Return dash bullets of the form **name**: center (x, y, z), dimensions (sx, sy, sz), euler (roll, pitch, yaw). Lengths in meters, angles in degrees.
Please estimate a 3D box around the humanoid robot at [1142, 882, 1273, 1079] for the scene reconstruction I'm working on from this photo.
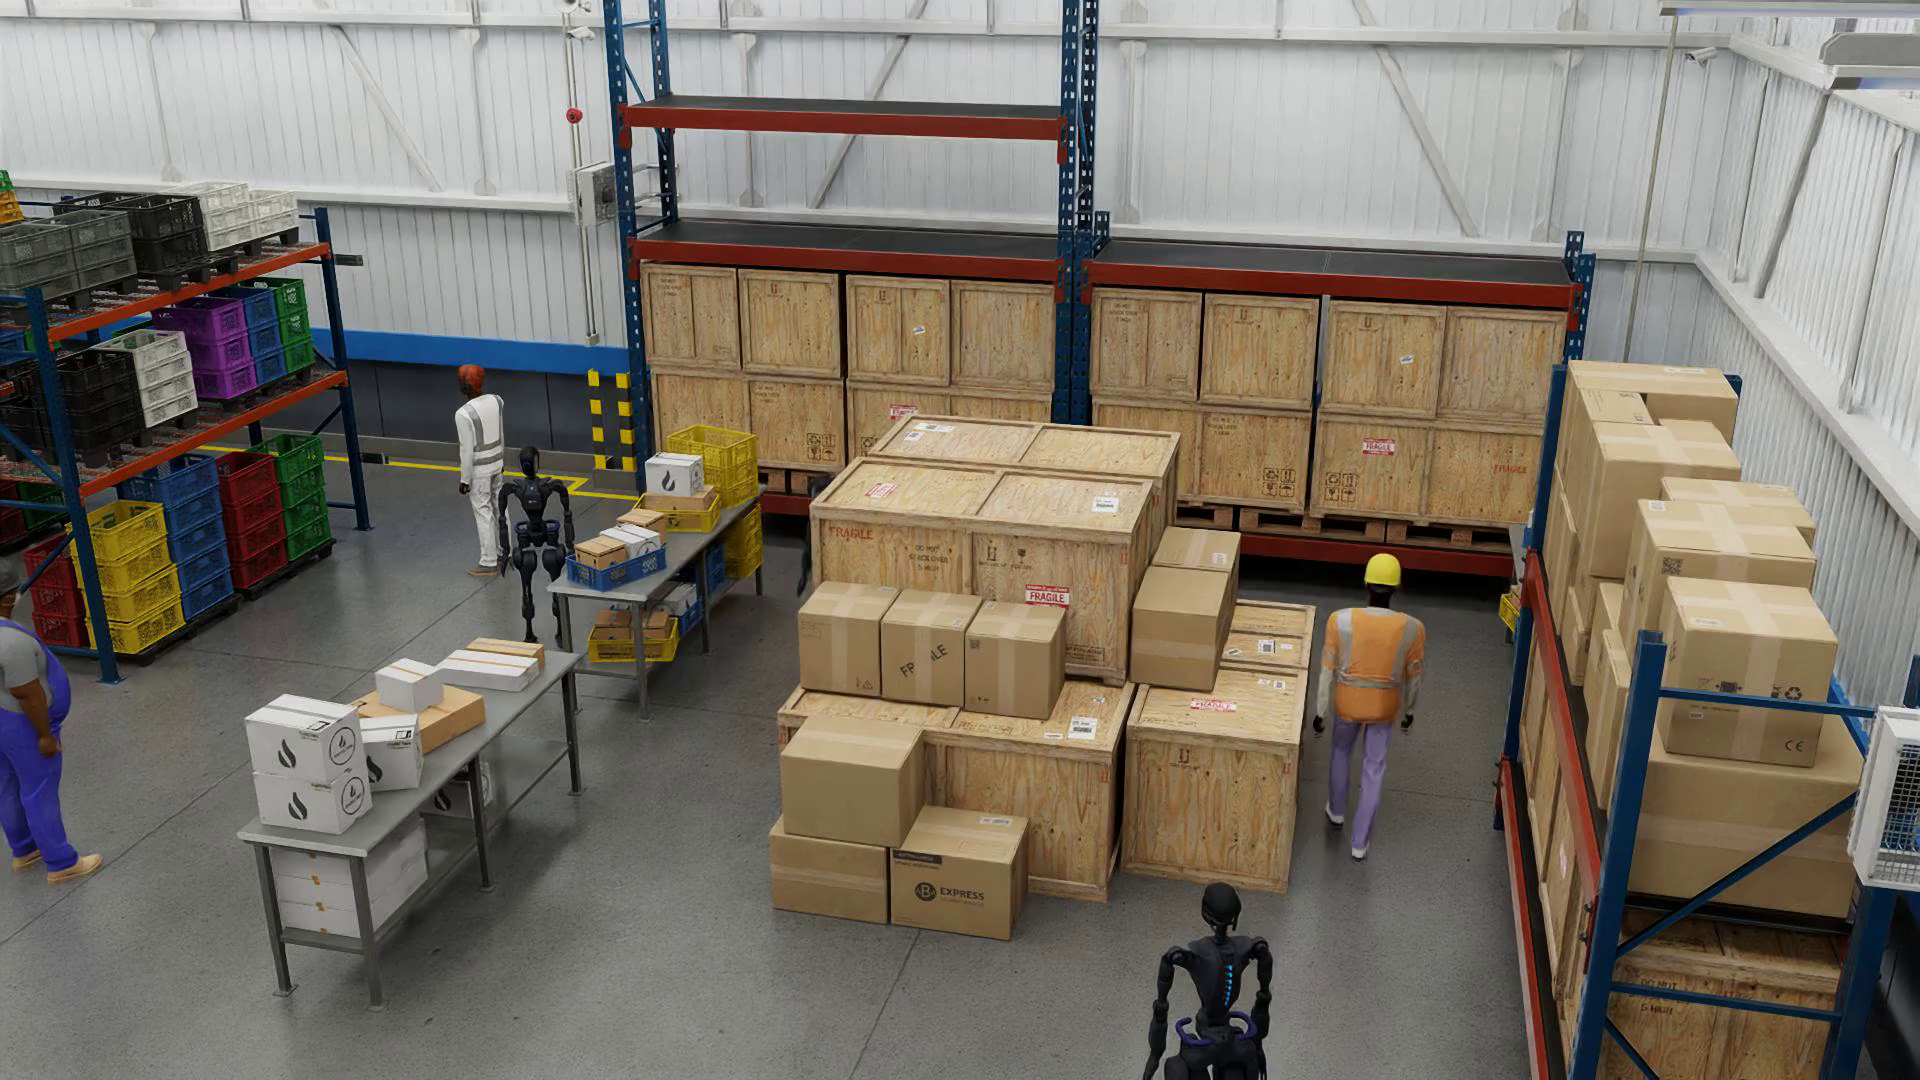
- **humanoid robot**: center (1.085, 2.231, 7.235), dimensions (0.570, 1.651, 0.335), euler (-5, 22, -13)

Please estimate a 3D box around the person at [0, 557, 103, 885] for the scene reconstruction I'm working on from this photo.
- **person**: center (-5.537, 1.043, 9.838), dimensions (0.679, 2.000, 0.537), euler (13, 24, 30)

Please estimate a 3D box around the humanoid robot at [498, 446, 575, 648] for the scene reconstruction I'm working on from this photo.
- **humanoid robot**: center (-3.264, 0.062, 12.893), dimensions (0.611, 1.657, 0.320), euler (-4, 21, -11)

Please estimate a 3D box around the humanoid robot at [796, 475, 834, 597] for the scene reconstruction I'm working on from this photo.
- **humanoid robot**: center (-0.896, 0.301, 12.340), dimensions (0.619, 1.628, 0.675), euler (-13, 24, -30)

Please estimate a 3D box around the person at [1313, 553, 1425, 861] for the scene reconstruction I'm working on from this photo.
- **person**: center (2.495, 0.979, 10.200), dimensions (0.616, 1.891, 0.791), euler (4, 21, 11)

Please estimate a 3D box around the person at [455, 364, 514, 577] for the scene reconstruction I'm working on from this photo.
- **person**: center (-4.132, -0.608, 14.376), dimensions (0.355, 1.884, 0.574), euler (7, 22, 18)
